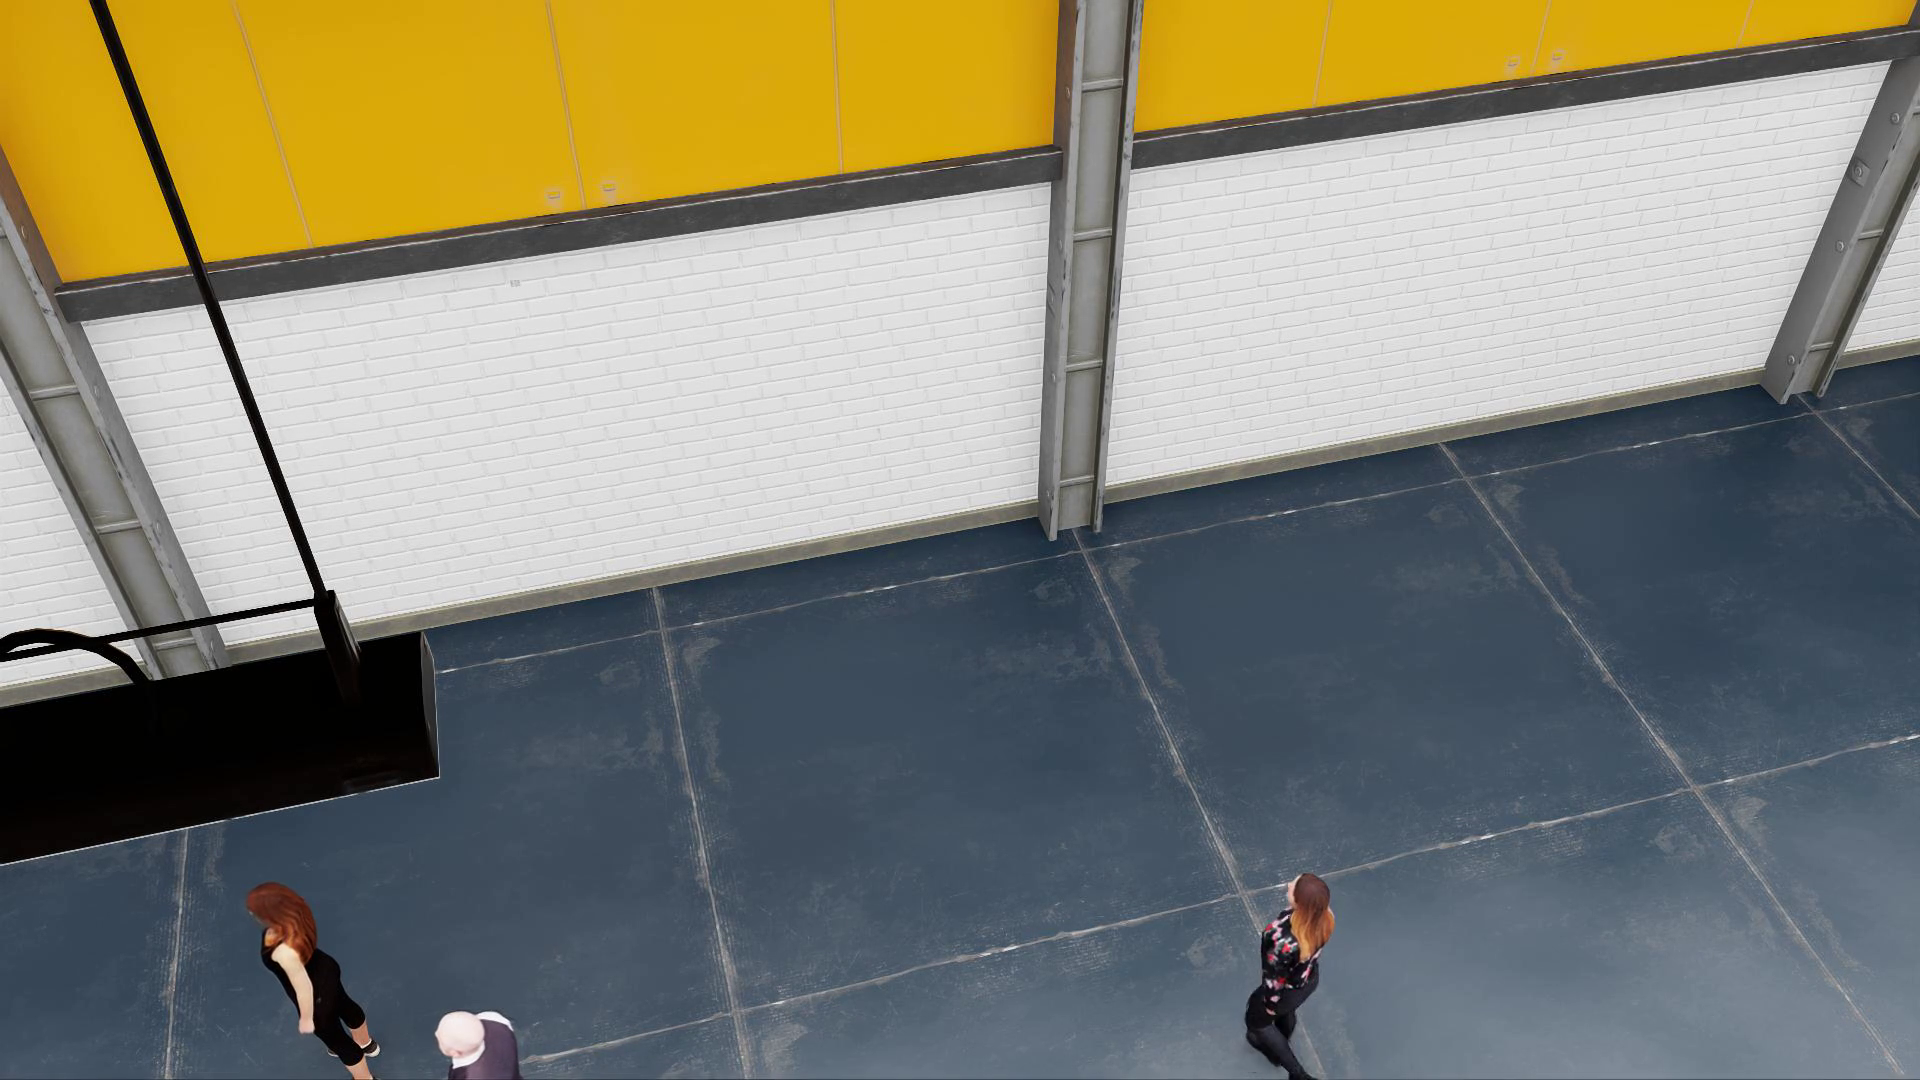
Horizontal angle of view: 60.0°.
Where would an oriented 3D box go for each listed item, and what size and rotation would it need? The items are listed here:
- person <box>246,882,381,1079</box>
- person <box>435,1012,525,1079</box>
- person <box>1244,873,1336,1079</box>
[{"bbox_3d":[-3.219,2.236,8.323,0.502,1.723,0.560,-9,44,-10],"label":"person"},{"bbox_3d":[-2.139,2.717,7.746,0.662,1.822,0.742,-1,44,-1],"label":"person"},{"bbox_3d":[1.714,2.254,8.341,0.798,1.672,0.820,-33,53,-30],"label":"person"}]
